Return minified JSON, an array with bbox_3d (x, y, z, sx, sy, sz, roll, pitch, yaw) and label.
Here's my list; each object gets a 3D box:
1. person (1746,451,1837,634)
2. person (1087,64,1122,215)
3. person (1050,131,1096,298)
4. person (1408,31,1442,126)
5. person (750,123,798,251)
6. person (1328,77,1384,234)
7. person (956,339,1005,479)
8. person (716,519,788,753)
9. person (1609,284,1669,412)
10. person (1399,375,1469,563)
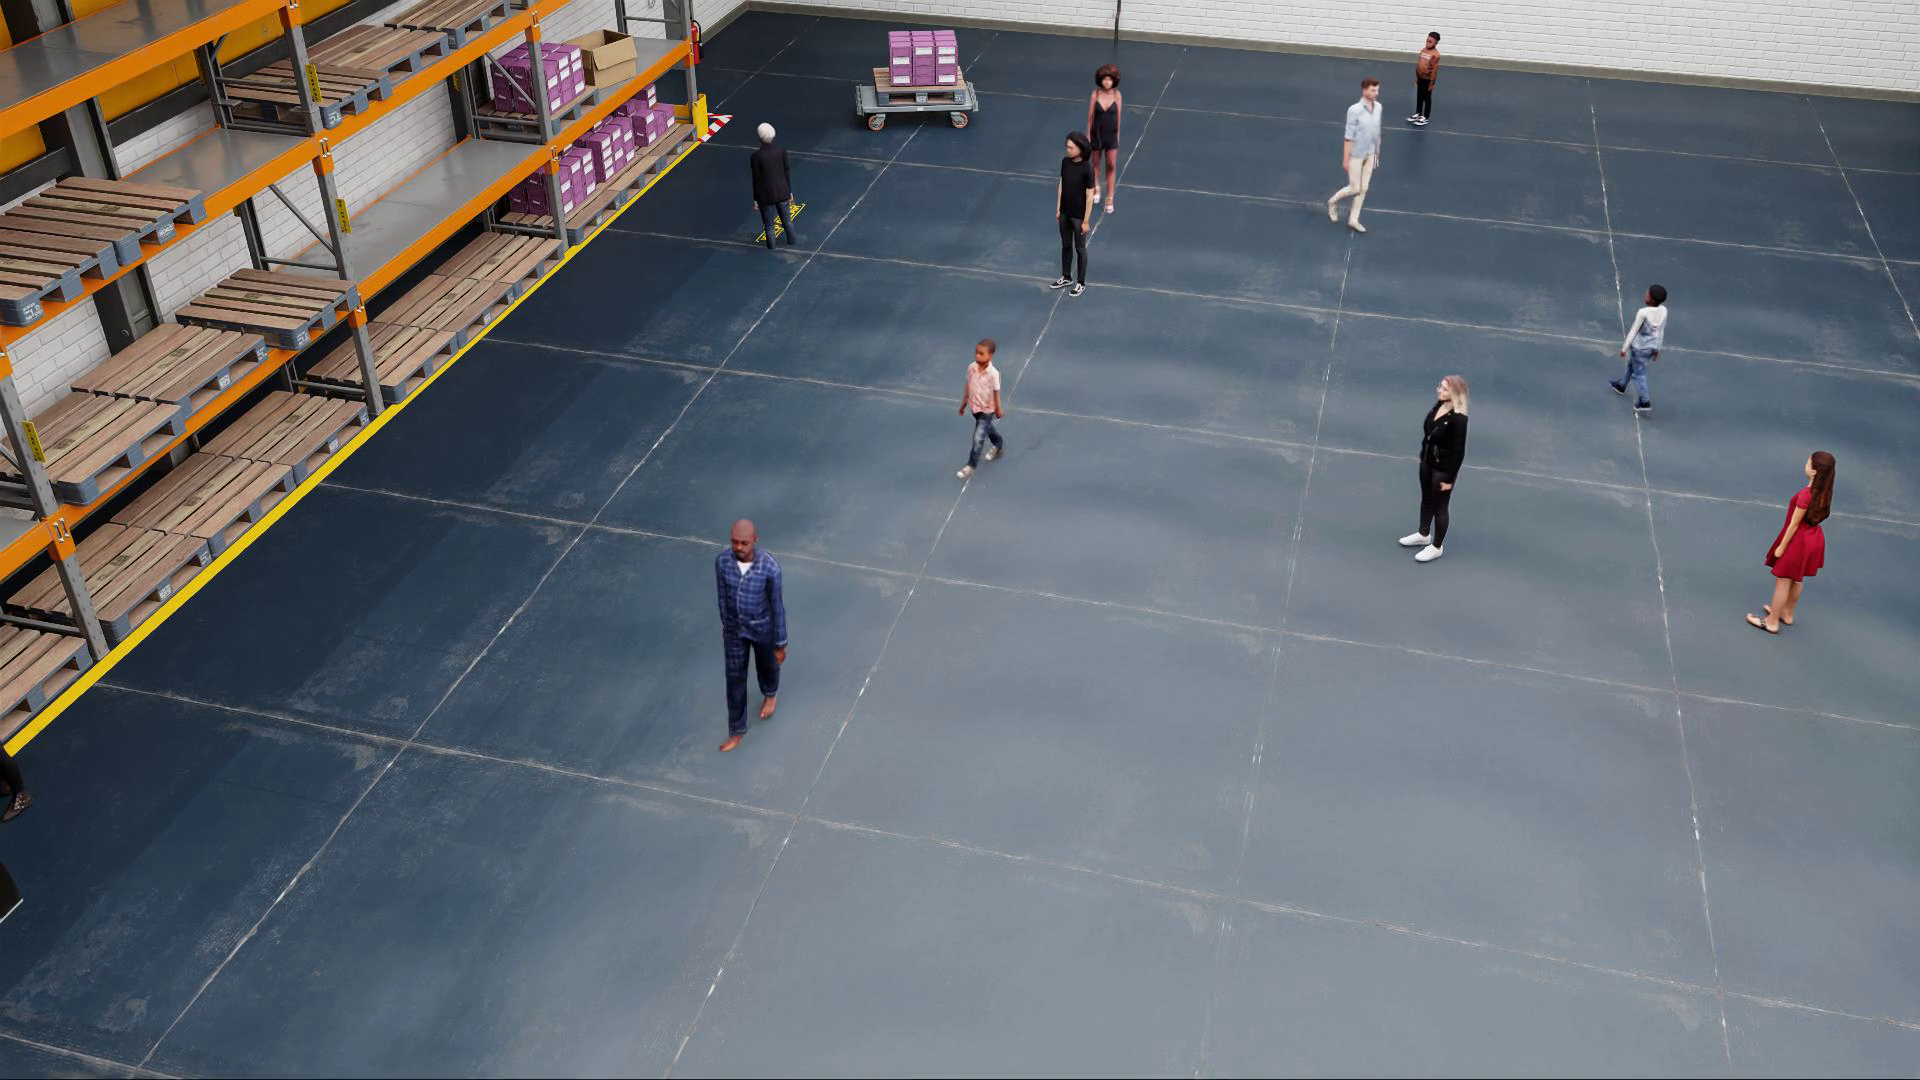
[{"bbox_3d":[6.505,0.013,12.870,0.685,1.551,0.745,-21,39,-28],"label":"person"},{"bbox_3d":[1.712,-4.871,20.030,0.714,1.760,1.040,1,34,2],"label":"person"},{"bbox_3d":[1.248,-3.563,17.997,0.713,1.831,0.707,-27,42,-34],"label":"person"},{"bbox_3d":[6.361,-6.299,22.634,0.650,1.255,0.581,-15,37,-22],"label":"person"},{"bbox_3d":[-2.114,-3.963,19.220,0.829,1.782,0.787,-15,36,-21],"label":"person"},{"bbox_3d":[4.623,-4.528,19.447,0.874,1.834,0.932,-19,38,-27],"label":"person"},{"bbox_3d":[0.250,-1.231,14.989,0.774,1.278,0.970,27,42,35],"label":"person"},{"bbox_3d":[-1.462,0.569,11.831,0.742,1.776,1.110,6,34,8],"label":"person"},{"bbox_3d":[6.571,-1.830,15.921,0.794,1.243,0.945,-11,35,-16],"label":"person"},{"bbox_3d":[3.953,-0.602,13.674,0.755,1.686,0.642,-9,35,-13],"label":"person"}]
